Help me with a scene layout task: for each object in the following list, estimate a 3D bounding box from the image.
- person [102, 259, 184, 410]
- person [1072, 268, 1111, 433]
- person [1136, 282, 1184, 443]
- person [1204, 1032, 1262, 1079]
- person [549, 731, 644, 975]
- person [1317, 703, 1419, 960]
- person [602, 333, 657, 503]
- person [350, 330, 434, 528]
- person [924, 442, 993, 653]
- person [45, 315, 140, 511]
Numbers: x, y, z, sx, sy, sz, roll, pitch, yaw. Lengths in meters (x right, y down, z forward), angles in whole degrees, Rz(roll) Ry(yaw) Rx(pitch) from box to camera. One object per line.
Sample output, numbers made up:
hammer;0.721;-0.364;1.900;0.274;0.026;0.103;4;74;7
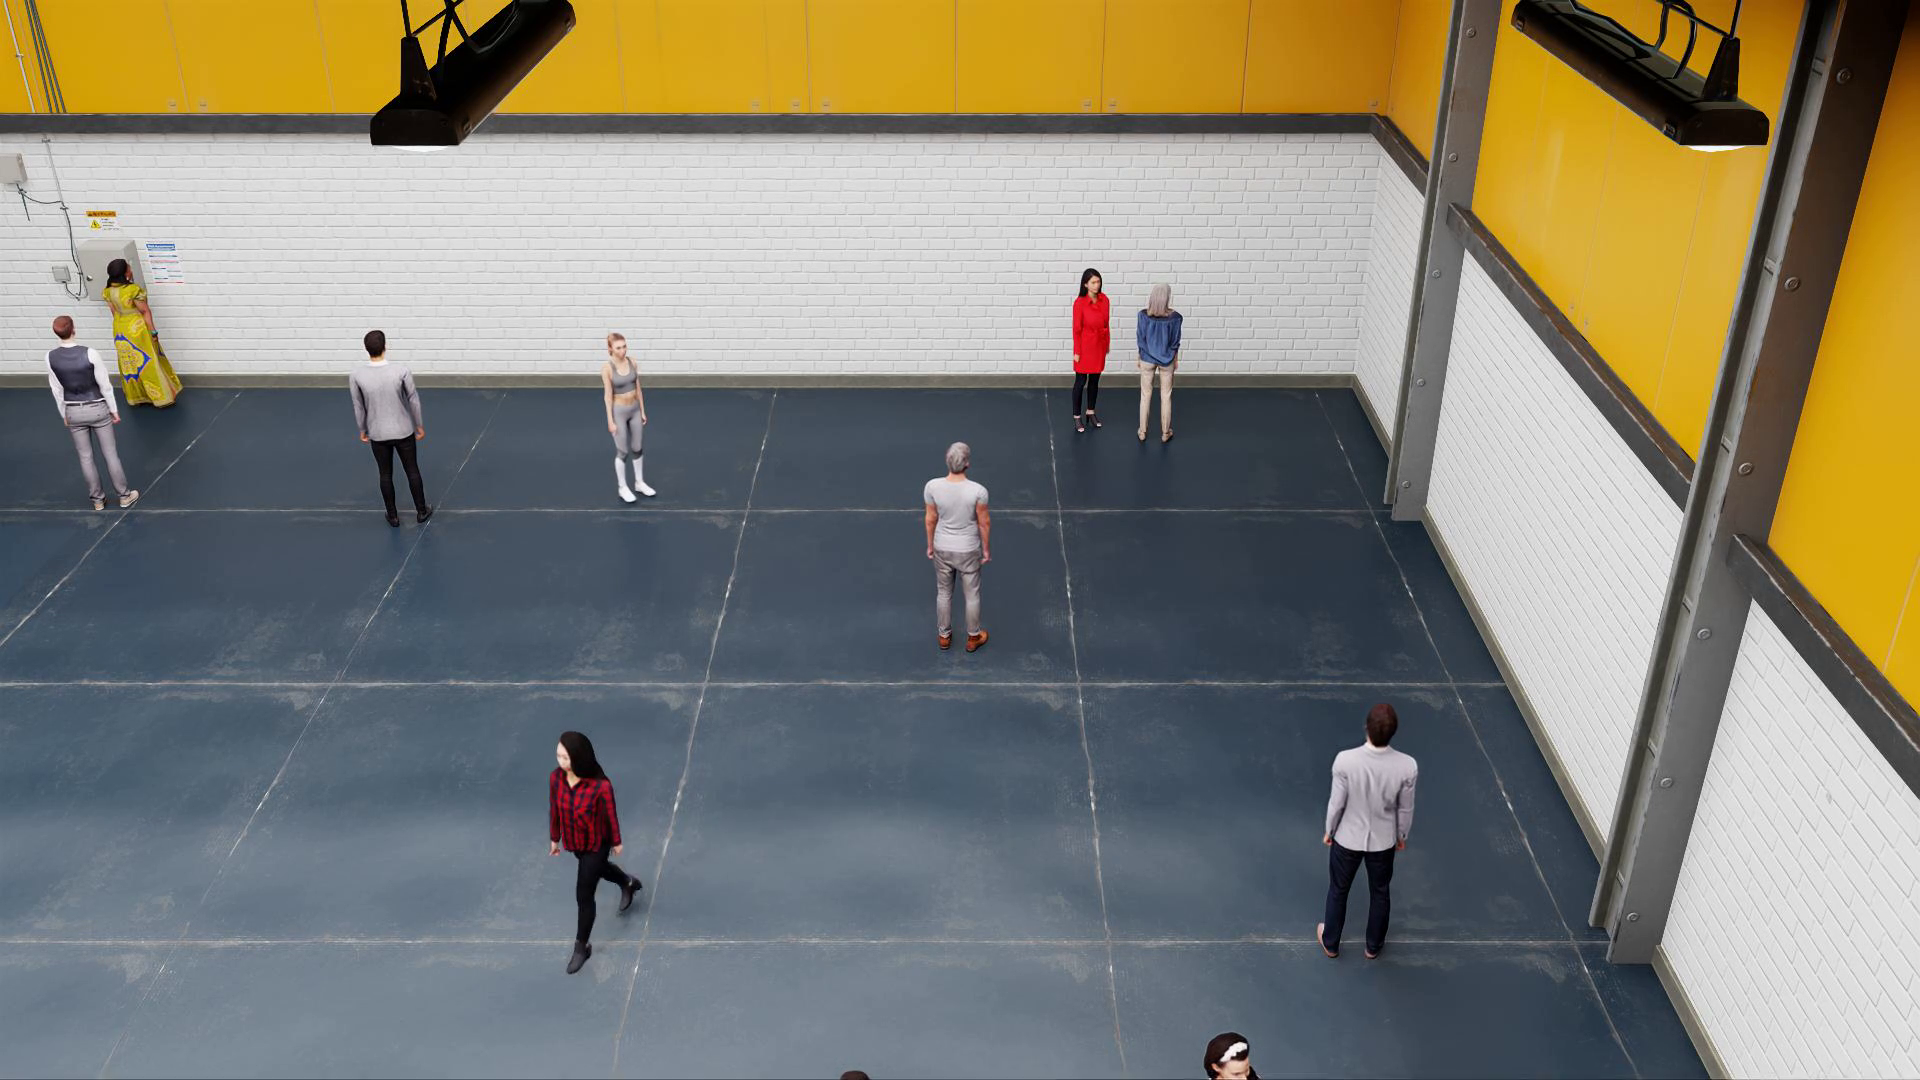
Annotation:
person;-8.816;-2.212;17.787;0.932;1.661;0.879;7;29;13
person;1.347;-1.980;17.269;0.730;1.748;0.766;-17;33;-28
person;2.022;-1.828;17.044;0.643;1.697;0.602;4;29;7
person;1.231;3.060;7.959;0.860;1.817;0.915;-22;35;-34
person;-2.275;1.837;10.412;0.878;1.614;1.142;13;31;22
person;2.495;1.803;10.226;0.688;1.852;0.592;2;29;4
person;-3.201;-1.190;15.869;0.712;1.703;0.648;24;37;37
person;-5.252;-1.027;15.339;0.798;1.923;0.728;-7;29;-13
person;-0.022;0.067;13.431;0.746;1.831;0.657;7;29;13
person;-8.214;-1.207;15.655;0.711;1.939;0.640;-6;29;-11
